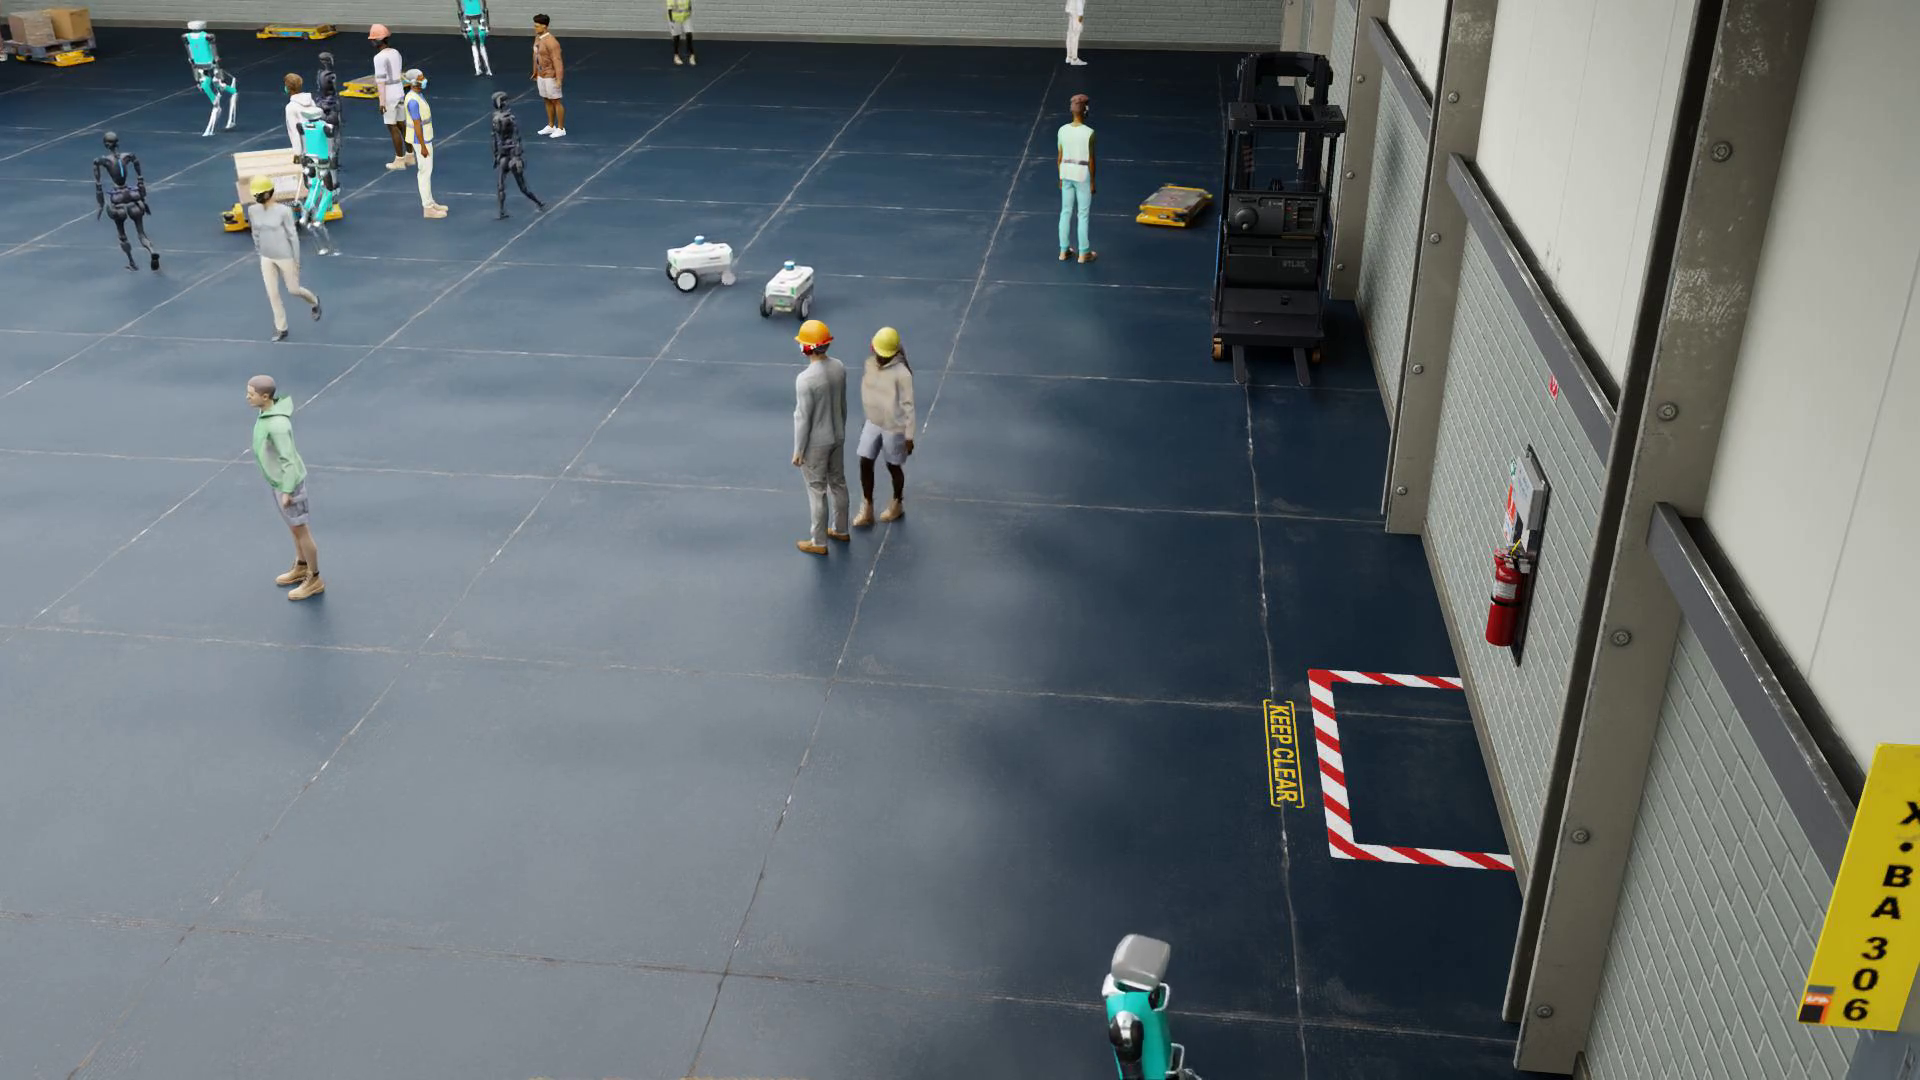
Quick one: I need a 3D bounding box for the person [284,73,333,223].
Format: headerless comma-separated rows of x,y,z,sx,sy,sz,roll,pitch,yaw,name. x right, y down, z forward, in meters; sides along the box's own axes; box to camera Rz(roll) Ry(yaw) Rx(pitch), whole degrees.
-8.363,-5.003,21.290,0.371,1.917,0.488,9,28,17,person

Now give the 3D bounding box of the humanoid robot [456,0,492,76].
-8.744,-9.220,29.923,0.565,1.795,0.801,-10,28,-19,humanoid robot

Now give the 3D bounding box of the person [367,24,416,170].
-8.174,-6.343,23.842,0.398,2.035,0.598,4,27,8,person

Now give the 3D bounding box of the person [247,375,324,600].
-4.992,-0.403,12.298,0.338,1.743,0.473,-16,31,-29,person

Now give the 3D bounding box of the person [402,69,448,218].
-6.982,-5.149,21.609,0.400,1.893,0.519,-5,27,-10,person

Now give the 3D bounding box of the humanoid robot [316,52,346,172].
-9.062,-6.123,23.800,0.481,1.645,0.606,-24,35,-39,humanoid robot

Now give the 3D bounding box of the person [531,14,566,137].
-6.350,-7.194,25.728,0.396,1.856,0.789,-23,34,-38,person

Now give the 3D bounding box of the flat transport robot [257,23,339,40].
-13.444,-10.327,33.754,1.431,0.231,0.659,3,27,7,flat transport robot

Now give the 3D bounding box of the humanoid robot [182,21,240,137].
-11.564,-7.169,25.820,0.543,1.778,0.904,5,27,10,humanoid robot

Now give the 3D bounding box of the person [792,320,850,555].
-1.086,-0.800,12.936,0.380,1.890,0.563,18,32,32,person

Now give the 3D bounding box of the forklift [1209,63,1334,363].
3.241,-3.477,17.183,1.129,2.768,1.873,3,27,6,forklift

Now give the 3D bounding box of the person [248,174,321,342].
-7.141,-3.007,17.491,0.530,1.742,0.663,5,27,11,person

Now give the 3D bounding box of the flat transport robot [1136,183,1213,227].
2.848,-4.418,21.958,0.659,0.231,1.431,11,28,20,flat transport robot

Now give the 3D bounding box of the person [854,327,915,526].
-0.596,-0.893,13.287,0.592,1.727,0.575,16,31,29,person

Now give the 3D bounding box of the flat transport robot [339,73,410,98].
-10.098,-7.938,28.984,0.659,0.231,1.431,9,28,17,flat transport robot

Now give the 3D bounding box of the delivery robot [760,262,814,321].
-1.872,-2.766,18.318,0.499,0.575,0.754,6,27,12,delivery robot

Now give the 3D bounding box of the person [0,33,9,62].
-18.151,-9.791,30.925,0.652,1.867,0.954,-5,27,-9,person

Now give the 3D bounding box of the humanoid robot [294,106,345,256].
-7.796,-4.250,20.011,0.530,1.812,0.676,11,29,21,humanoid robot

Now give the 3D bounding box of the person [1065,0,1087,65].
2.147,-9.813,30.935,0.401,1.877,0.497,-7,27,-14,person

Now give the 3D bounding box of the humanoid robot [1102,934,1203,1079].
0.969,2.408,6.740,0.833,1.806,0.530,6,27,12,humanoid robot

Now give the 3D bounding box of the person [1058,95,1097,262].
1.386,-4.296,19.809,0.482,1.980,0.405,15,30,27,person

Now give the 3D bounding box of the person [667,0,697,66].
-5.155,-9.608,30.760,0.548,1.654,0.770,-16,31,-28,person

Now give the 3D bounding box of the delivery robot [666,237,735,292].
-3.005,-3.200,19.204,0.791,0.592,0.499,-10,28,-20,delivery robot

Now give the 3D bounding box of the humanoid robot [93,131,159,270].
-9.763,-3.938,19.449,0.571,1.641,0.588,22,34,37,humanoid robot

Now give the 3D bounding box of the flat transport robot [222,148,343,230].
-8.838,-4.274,21.670,1.431,0.231,0.659,-12,29,-22,flat transport robot

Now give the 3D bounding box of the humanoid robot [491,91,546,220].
-5.815,-5.006,21.618,0.616,1.651,0.739,20,33,34,humanoid robot

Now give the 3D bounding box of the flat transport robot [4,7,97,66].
-17.087,-9.151,31.408,1.431,0.231,0.659,15,30,27,flat transport robot
